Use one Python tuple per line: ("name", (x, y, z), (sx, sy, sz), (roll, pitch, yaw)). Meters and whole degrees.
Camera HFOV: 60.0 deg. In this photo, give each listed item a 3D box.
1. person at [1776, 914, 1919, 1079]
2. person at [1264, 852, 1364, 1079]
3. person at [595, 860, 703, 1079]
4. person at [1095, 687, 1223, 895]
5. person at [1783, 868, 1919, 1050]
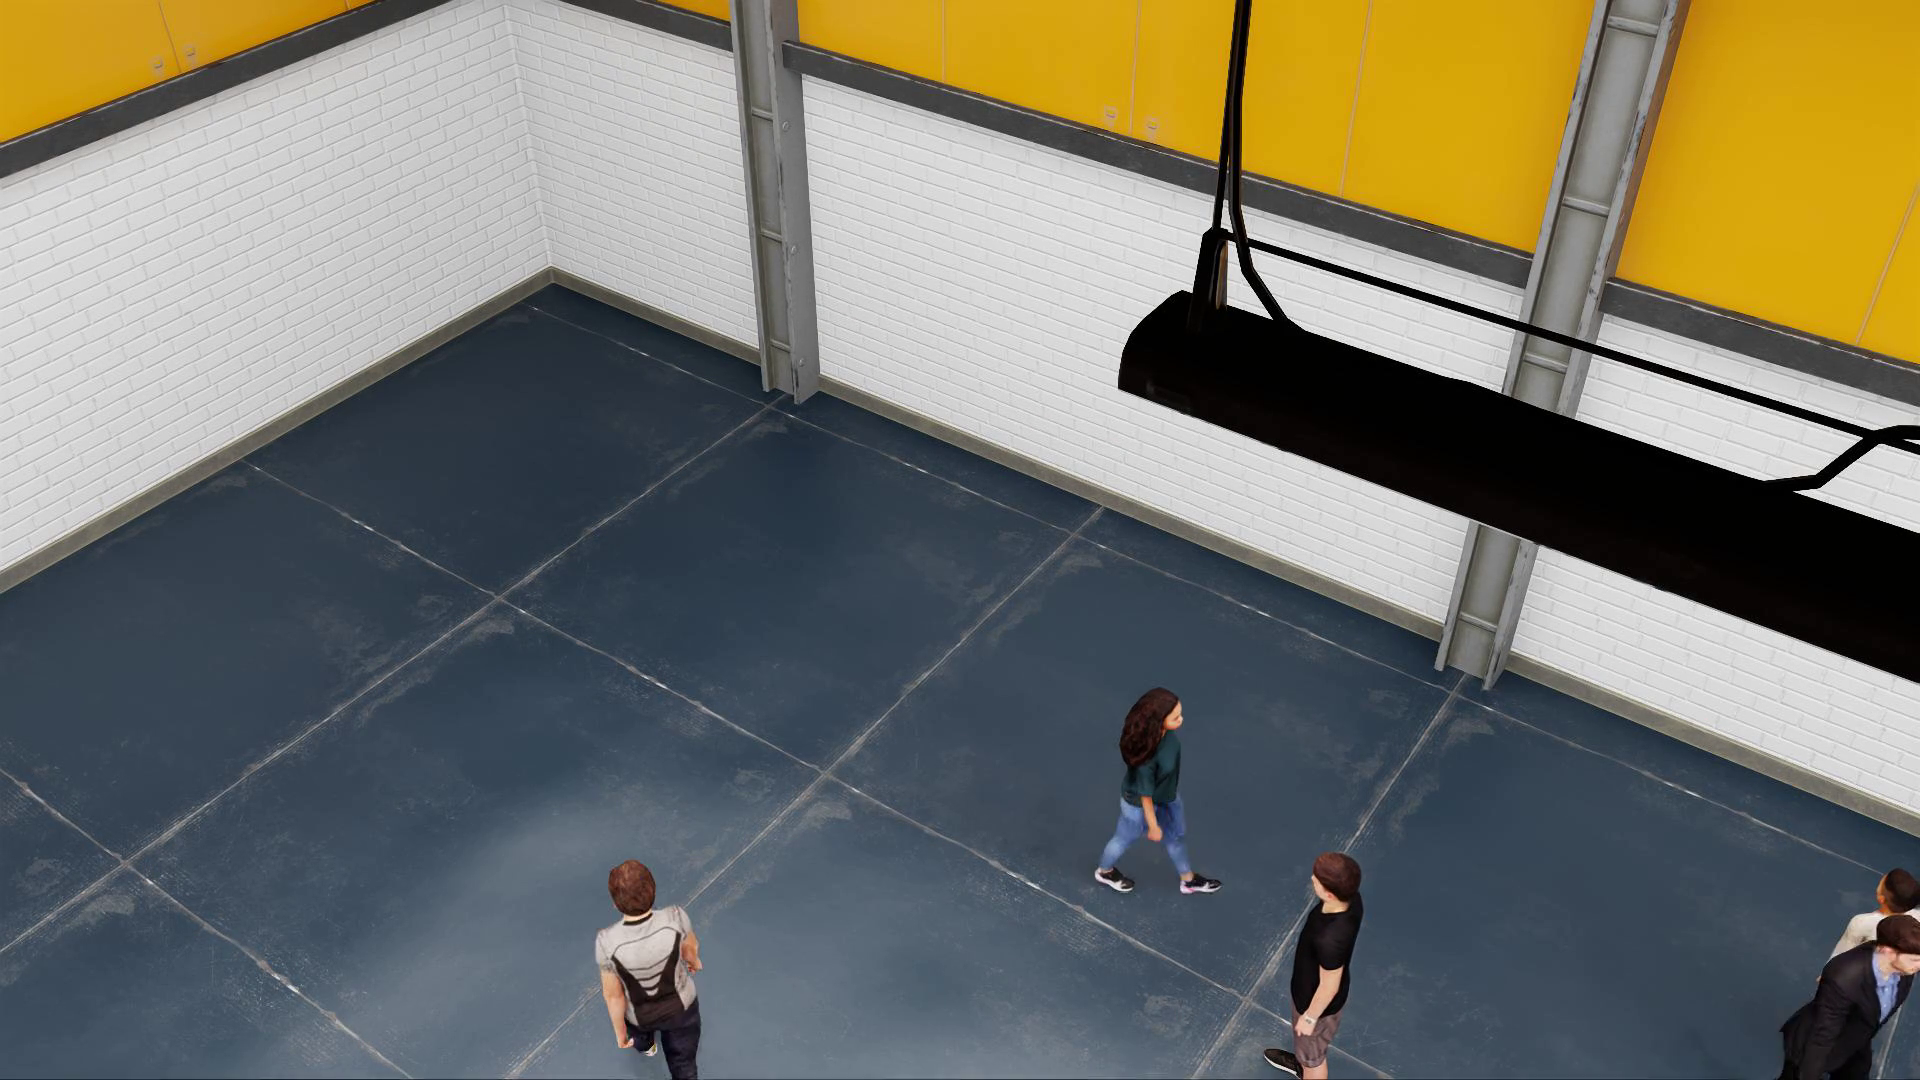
("person", (4.147, 2.348, 8.033), (0.839, 1.874, 0.860), (-11, 40, -14))
("person", (1.784, 2.206, 8.220), (0.695, 1.861, 0.753), (10, 40, 12))
("person", (-1.439, 2.324, 8.082), (1.094, 1.849, 1.233), (-11, 40, -13))
("person", (0.973, 1.434, 9.405), (1.022, 1.589, 0.741), (13, 40, 16))
("person", (4.622, 2.240, 8.500), (0.591, 1.459, 0.667), (-2, 39, -3))
